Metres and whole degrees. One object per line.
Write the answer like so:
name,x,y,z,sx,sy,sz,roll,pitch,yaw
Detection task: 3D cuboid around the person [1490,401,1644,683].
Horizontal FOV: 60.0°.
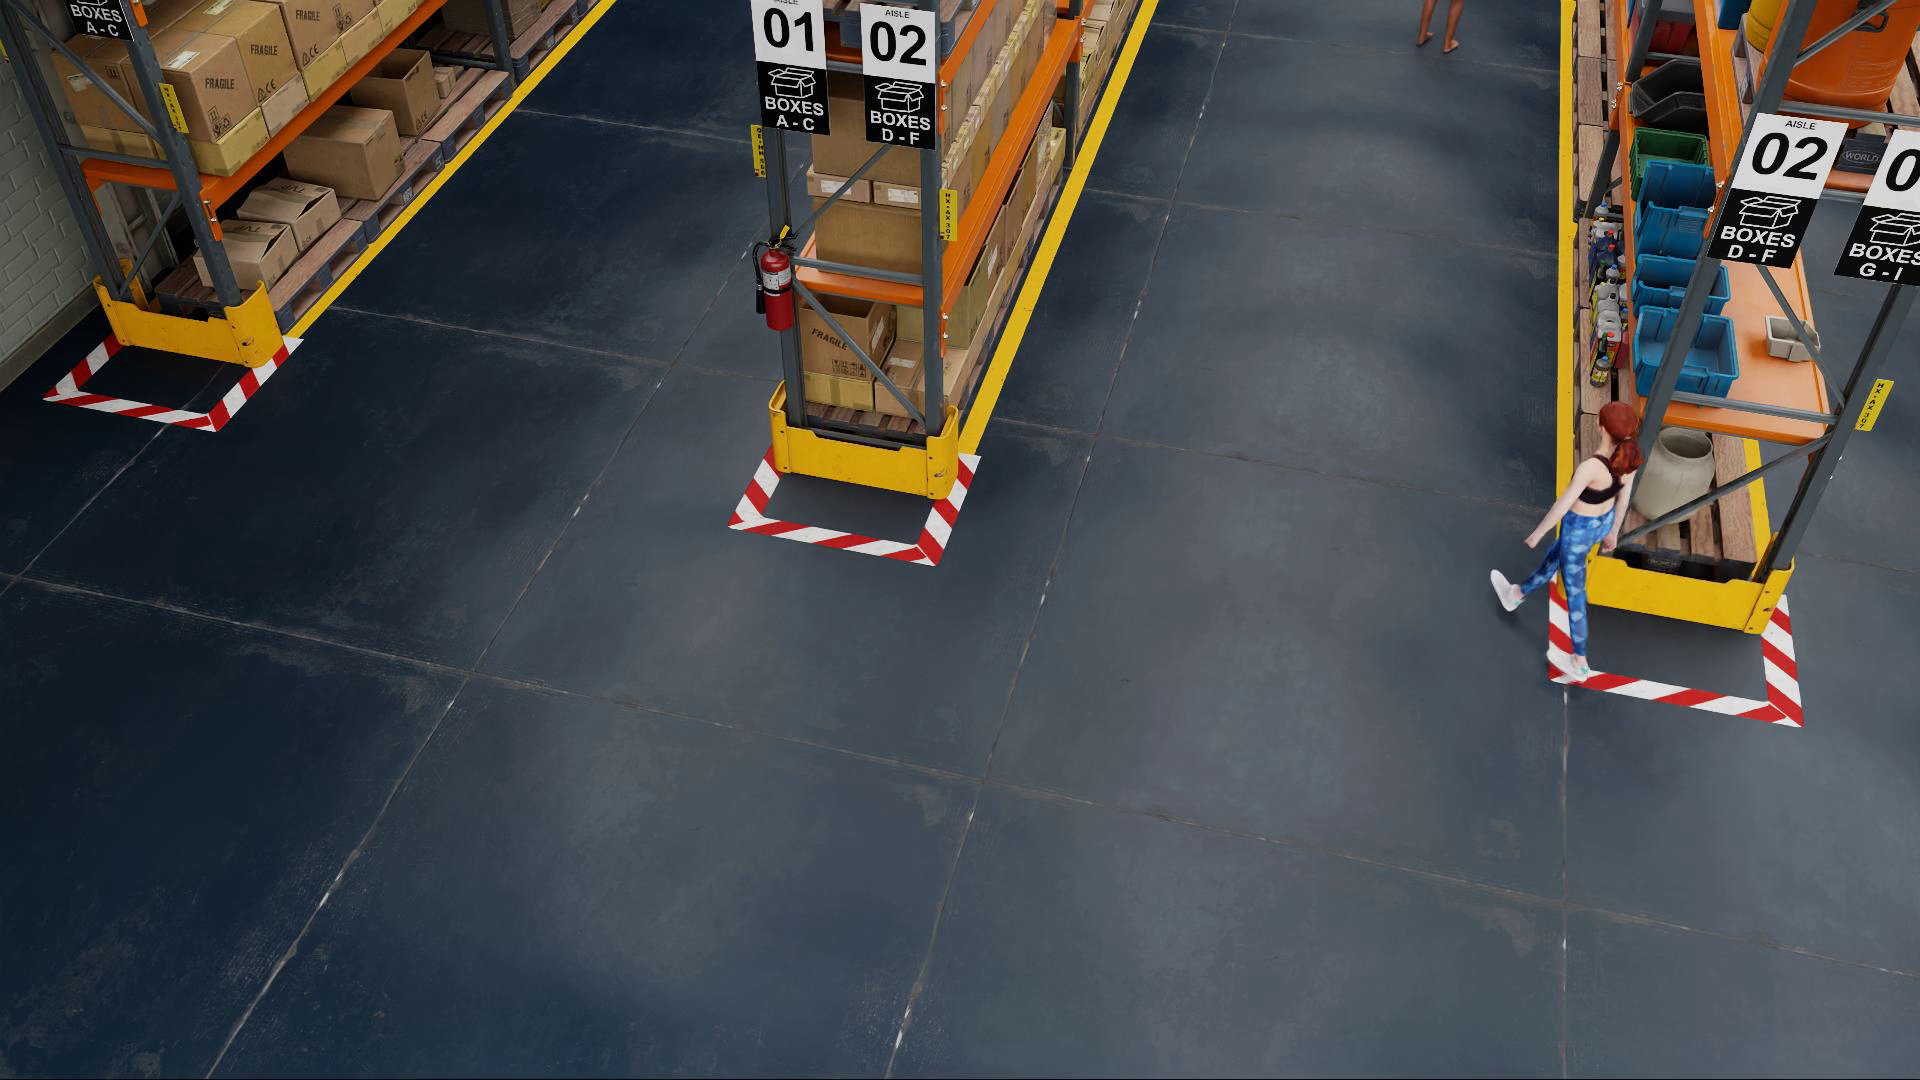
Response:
person,3.381,0.061,8.895,1.046,1.749,1.120,-21,47,-21

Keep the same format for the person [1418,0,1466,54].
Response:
person,4.305,-5.067,14.482,0.622,1.620,0.619,25,49,25
